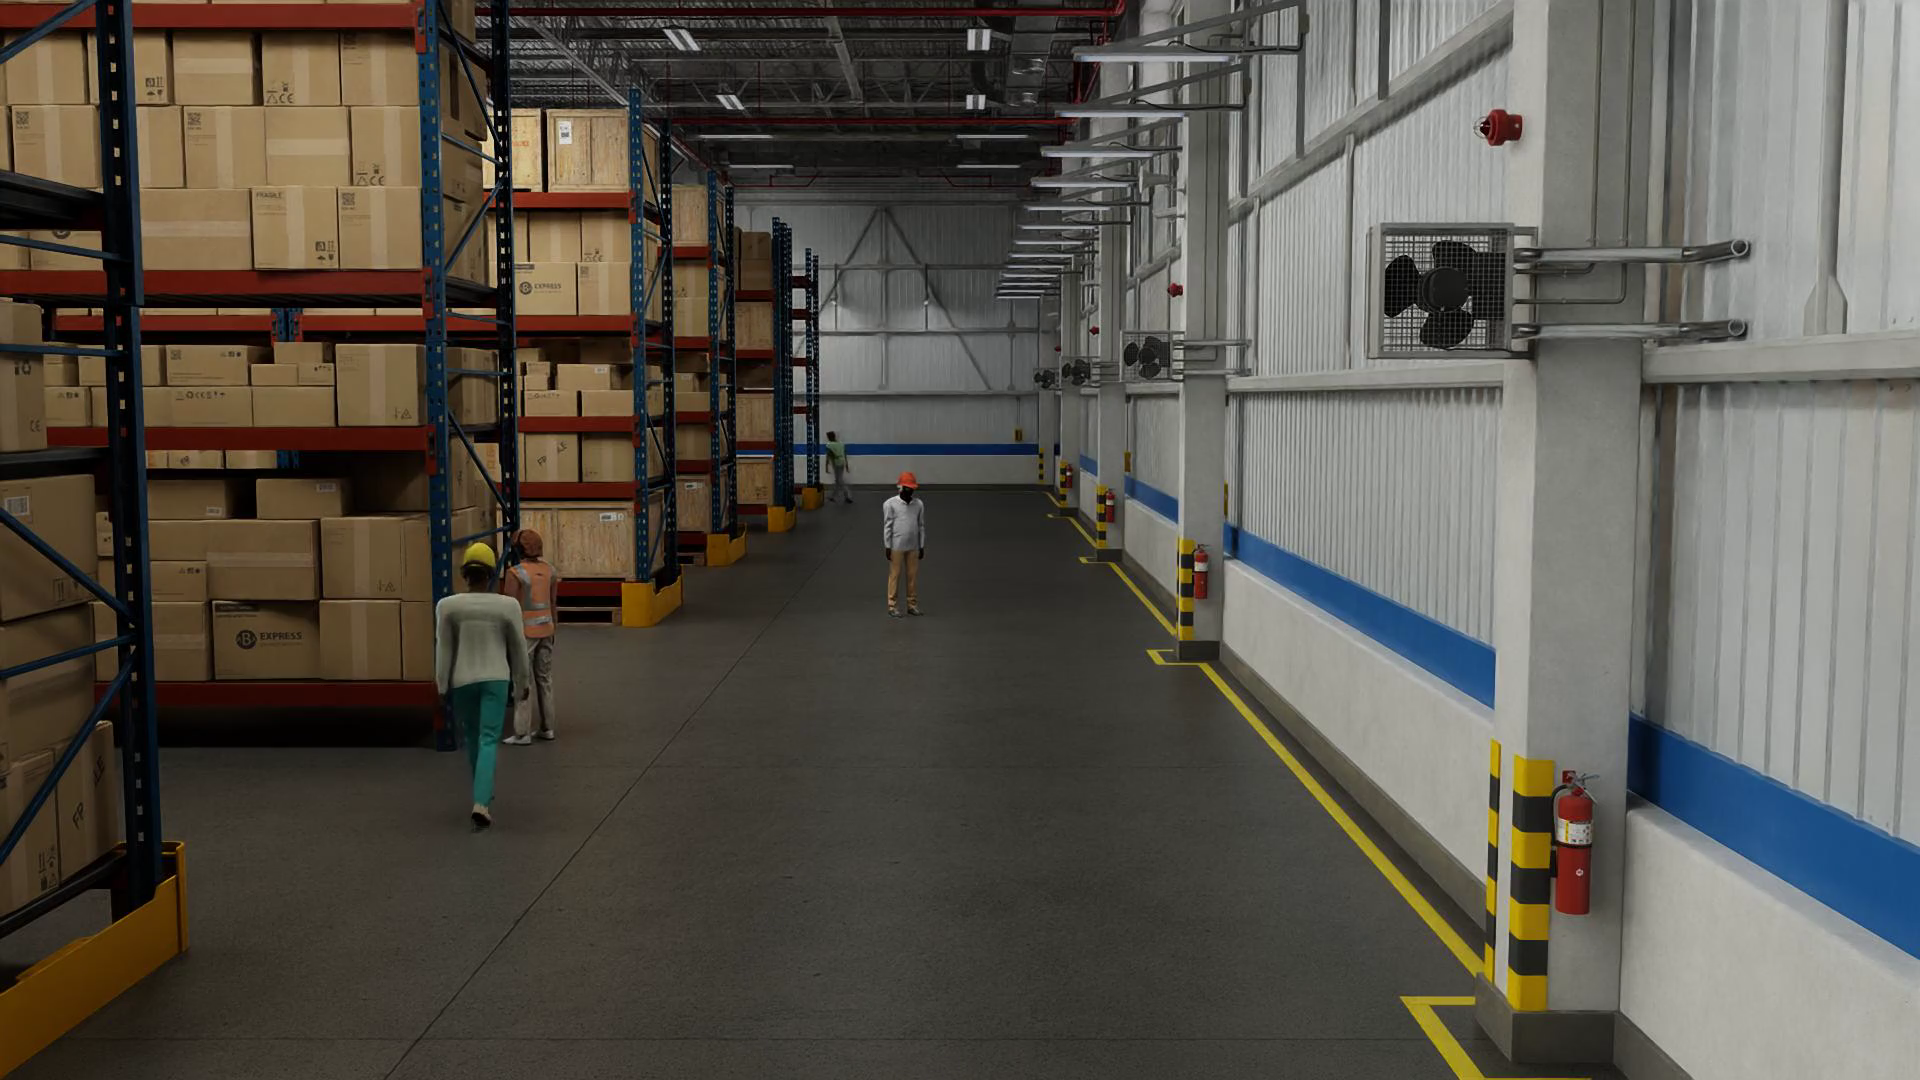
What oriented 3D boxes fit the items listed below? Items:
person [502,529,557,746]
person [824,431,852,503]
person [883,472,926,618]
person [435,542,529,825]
[{"bbox_3d":[-3.243,0.732,12.589,0.317,1.631,0.524,3,6,29],"label":"person"},{"bbox_3d":[-3.067,-1.789,41.150,1.036,1.770,0.569,3,6,35],"label":"person"},{"bbox_3d":[-0.646,0.056,19.822,0.563,1.743,0.350,-3,6,-32],"label":"person"},{"bbox_3d":[-2.981,0.875,10.351,0.543,1.726,0.895,0,5,-5],"label":"person"}]
